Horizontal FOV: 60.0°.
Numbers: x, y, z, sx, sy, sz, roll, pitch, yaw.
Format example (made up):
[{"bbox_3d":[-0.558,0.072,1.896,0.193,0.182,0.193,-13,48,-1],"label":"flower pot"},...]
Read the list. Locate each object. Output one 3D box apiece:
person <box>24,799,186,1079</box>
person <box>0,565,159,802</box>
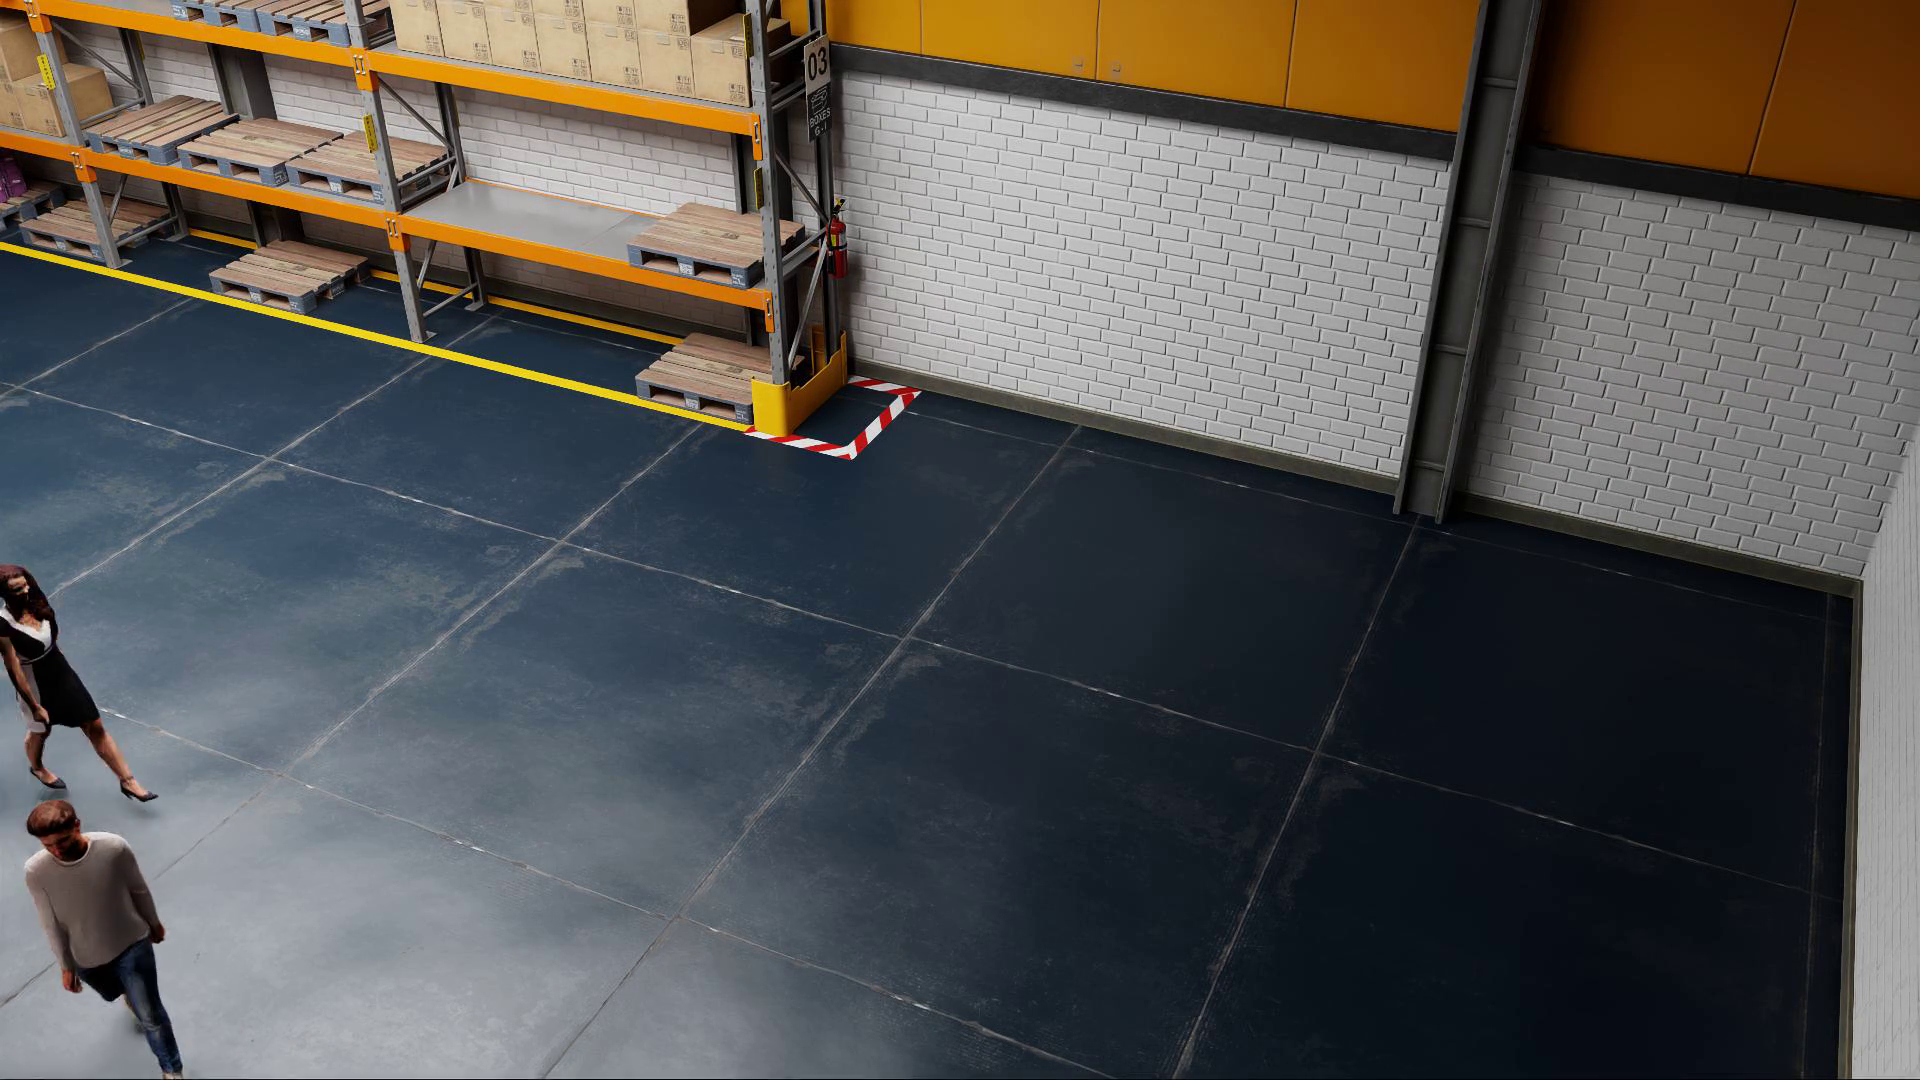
[{"bbox_3d":[-4.301,1.978,8.352,1.128,1.857,1.257,-15,37,-21],"label":"person"},{"bbox_3d":[-5.597,0.909,10.058,1.187,1.747,0.763,8,34,11],"label":"person"}]
